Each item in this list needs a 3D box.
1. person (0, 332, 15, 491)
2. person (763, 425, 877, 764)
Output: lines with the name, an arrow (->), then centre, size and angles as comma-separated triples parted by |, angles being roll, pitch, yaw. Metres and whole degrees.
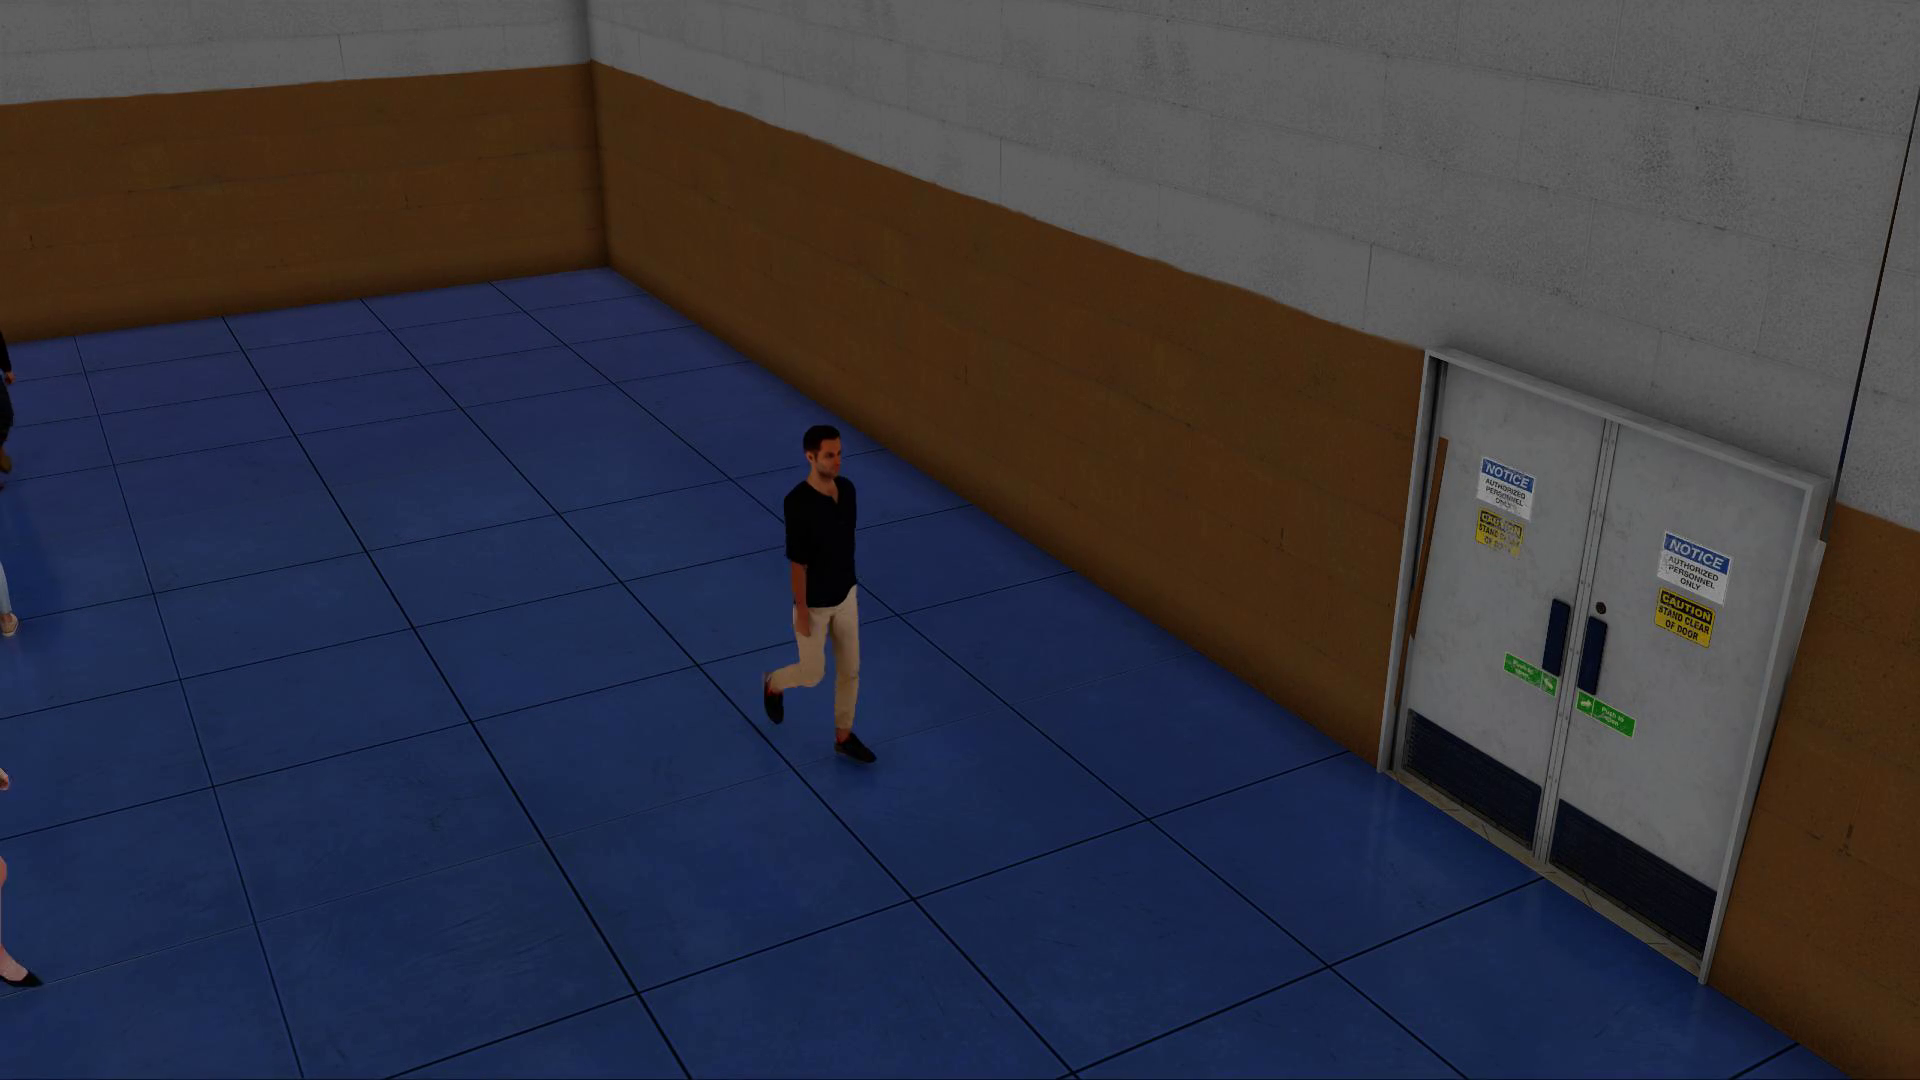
person -> -7.212, -1.212, 12.118 | 0.751, 1.708, 0.837 | -18, 30, -36
person -> -0.761, 0.274, 8.526 | 0.861, 1.841, 0.978 | 21, 31, 40
